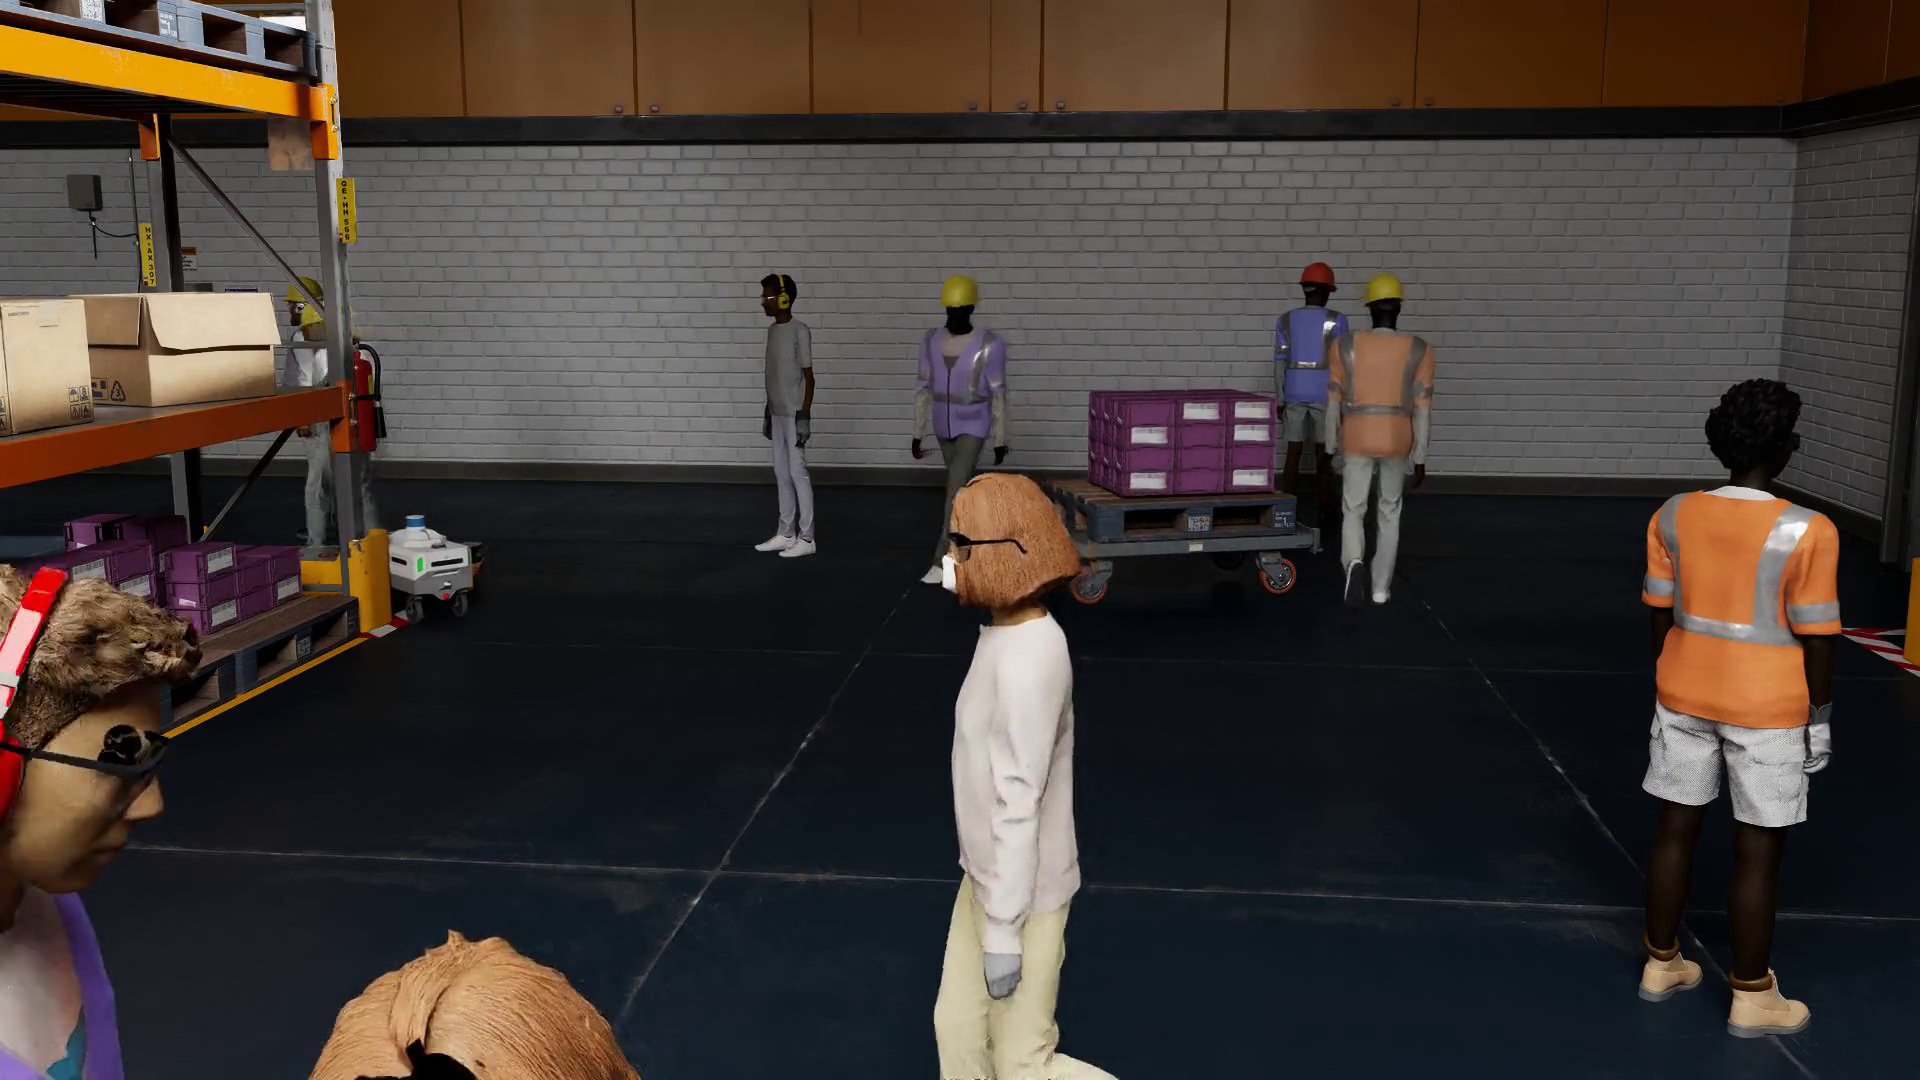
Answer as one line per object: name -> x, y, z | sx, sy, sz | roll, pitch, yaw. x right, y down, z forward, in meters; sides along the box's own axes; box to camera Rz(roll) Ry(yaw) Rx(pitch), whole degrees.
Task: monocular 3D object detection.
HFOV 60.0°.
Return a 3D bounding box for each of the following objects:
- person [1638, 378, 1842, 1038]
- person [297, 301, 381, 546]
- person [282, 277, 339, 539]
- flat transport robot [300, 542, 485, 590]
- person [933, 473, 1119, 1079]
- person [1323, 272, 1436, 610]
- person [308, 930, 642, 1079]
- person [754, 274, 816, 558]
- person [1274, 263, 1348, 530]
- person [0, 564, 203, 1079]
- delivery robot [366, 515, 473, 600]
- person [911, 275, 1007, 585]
person -> 2.014, 0.432, 4.318 | 0.318, 1.698, 0.535 | -6, 12, -32
person -> -3.918, -0.625, 10.331 | 0.699, 1.705, 0.511 | 1, 10, 7
person -> -4.534, -0.924, 11.694 | 0.404, 1.834, 0.591 | 0, 10, 0
flat transport robot -> -3.596, 0.174, 9.868 | 1.431, 0.197, 0.652 | -2, 10, -10
person -> 0.158, 0.668, 3.209 | 0.694, 1.610, 0.507 | -1, 10, -4
person -> 2.326, -0.534, 9.277 | 0.595, 1.898, 0.695 | 2, 10, 13
person -> -0.283, 1.004, 1.390 | 0.499, 1.580, 0.836 | 2, 10, 11
person -> -1.149, -0.817, 10.996 | 0.317, 1.865, 0.523 | -7, 12, -35
person -> 2.557, -1.040, 12.090 | 0.546, 1.927, 0.385 | 6, 12, 31
person -> -0.911, 0.886, 1.536 | 1.009, 1.768, 0.649 | -2, 10, -9
delivery robot -> -2.994, 0.107, 9.183 | 0.477, 0.478, 0.707 | -9, 13, -43
person -> 0.048, -0.711, 10.357 | 0.593, 1.880, 0.975 | 6, 12, 33
